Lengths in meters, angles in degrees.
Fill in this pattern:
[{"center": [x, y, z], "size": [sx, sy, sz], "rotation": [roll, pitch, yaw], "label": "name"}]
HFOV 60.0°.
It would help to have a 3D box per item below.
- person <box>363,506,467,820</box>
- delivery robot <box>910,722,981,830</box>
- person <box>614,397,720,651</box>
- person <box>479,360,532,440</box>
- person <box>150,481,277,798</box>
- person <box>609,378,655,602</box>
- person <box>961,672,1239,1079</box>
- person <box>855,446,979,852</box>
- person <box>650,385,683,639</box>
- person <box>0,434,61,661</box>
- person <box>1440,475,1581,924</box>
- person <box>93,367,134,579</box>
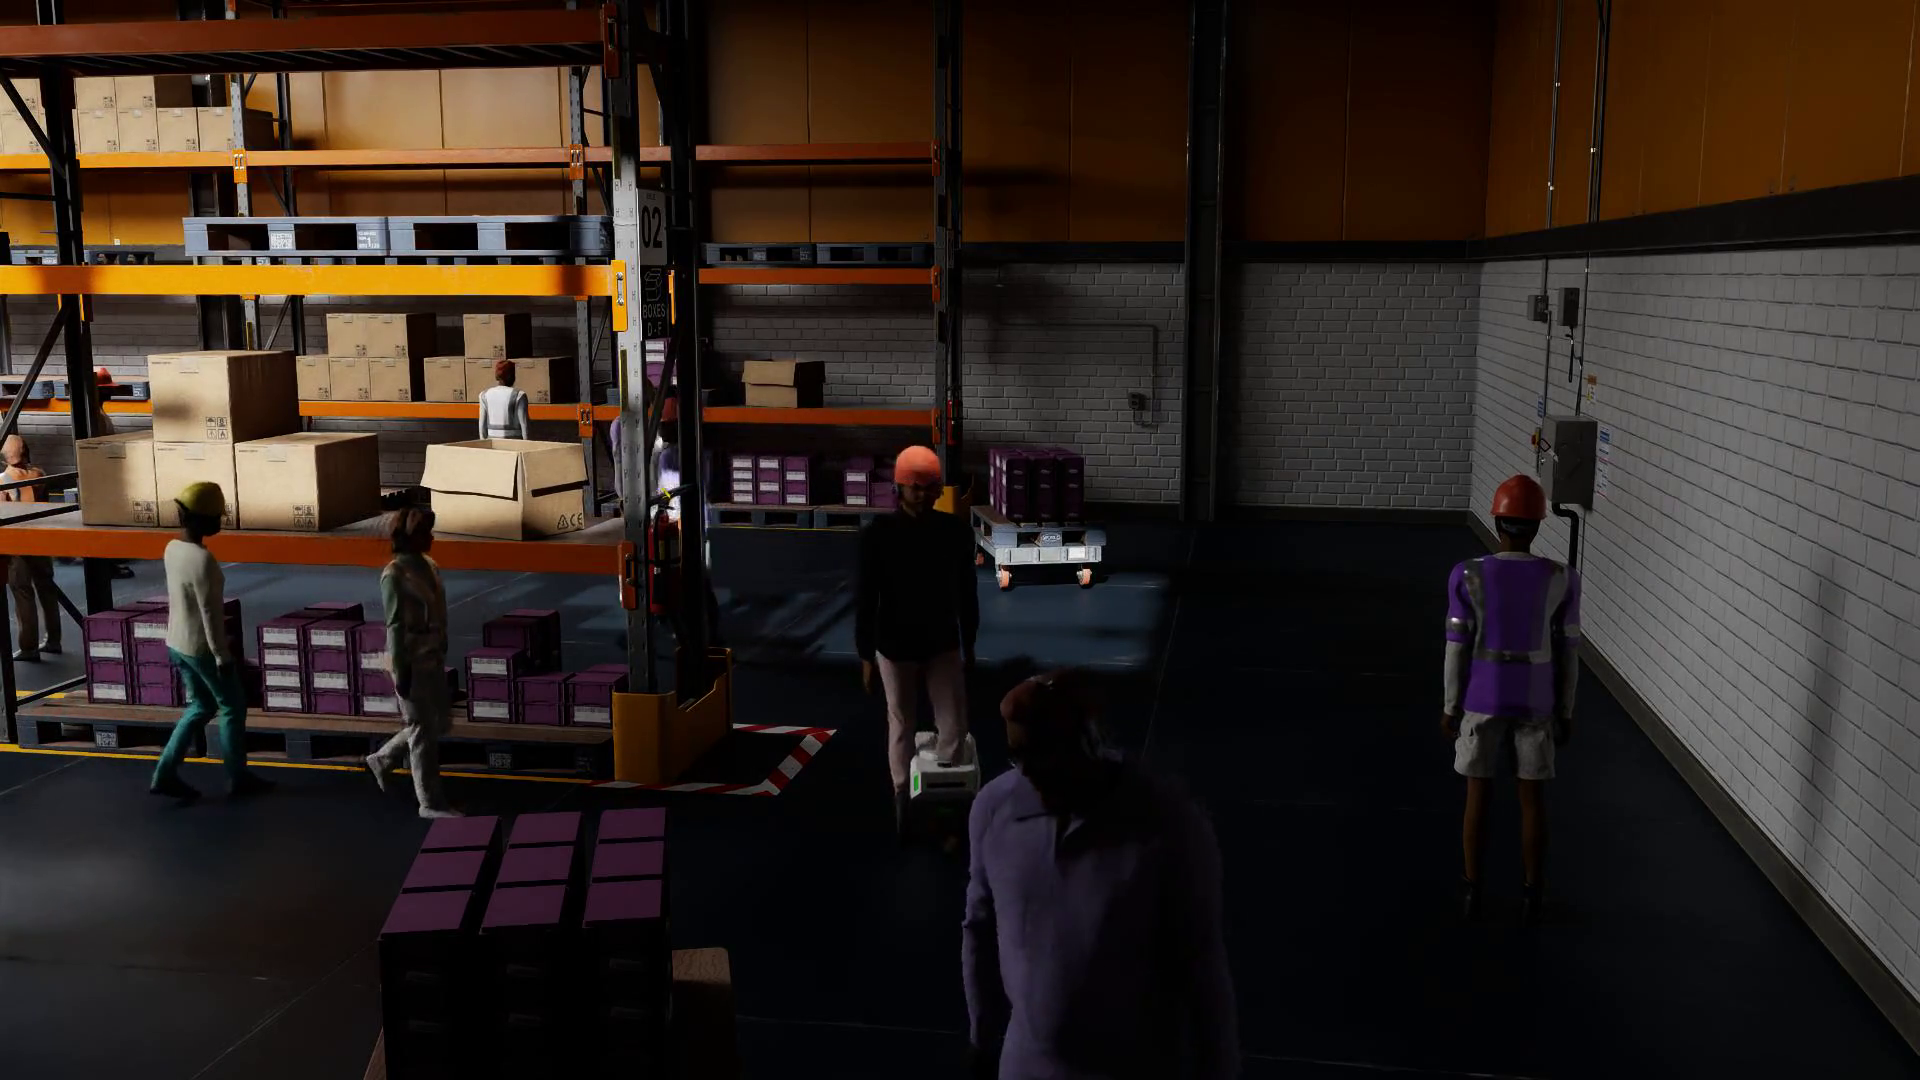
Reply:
[{"center": [-2.808, 0.633, 8.450], "size": [0.526, 1.626, 0.518], "rotation": [1, 9, 8], "label": "person"}, {"center": [-0.080, 1.144, 8.295], "size": [0.477, 0.478, 0.707], "rotation": [0, 9, -2], "label": "delivery robot"}, {"center": [-2.095, -0.079, 12.002], "size": [0.921, 1.894, 0.569], "rotation": [4, 10, 25], "label": "person"}, {"center": [-4.752, -0.949, 17.454], "size": [0.584, 1.882, 0.337], "rotation": [3, 10, 16], "label": "person"}, {"center": [-3.932, 0.539, 8.716], "size": [0.572, 1.724, 0.614], "rotation": [9, 13, 43], "label": "person"}, {"center": [-2.724, -0.425, 14.106], "size": [0.382, 1.917, 0.585], "rotation": [2, 9, 15], "label": "person"}, {"center": [0.341, 1.225, 4.007], "size": [0.749, 1.871, 0.455], "rotation": [4, 10, 22], "label": "person"}, {"center": [-0.186, 0.533, 7.984], "size": [0.645, 1.968, 0.666], "rotation": [-3, 10, -16], "label": "person"}, {"center": [-2.144, -0.207, 12.640], "size": [0.417, 1.950, 0.667], "rotation": [-1, 9, -8], "label": "person"}, {"center": [-6.757, 0.053, 12.004], "size": [0.313, 1.636, 0.517], "rotation": [2, 9, 12], "label": "person"}, {"center": [2.353, 0.685, 7.153], "size": [0.553, 1.935, 0.362], "rotation": [2, 9, 11], "label": "person"}, {"center": [-7.824, -0.611, 15.196], "size": [0.354, 1.939, 0.545], "rotation": [-6, 11, -31], "label": "person"}]
